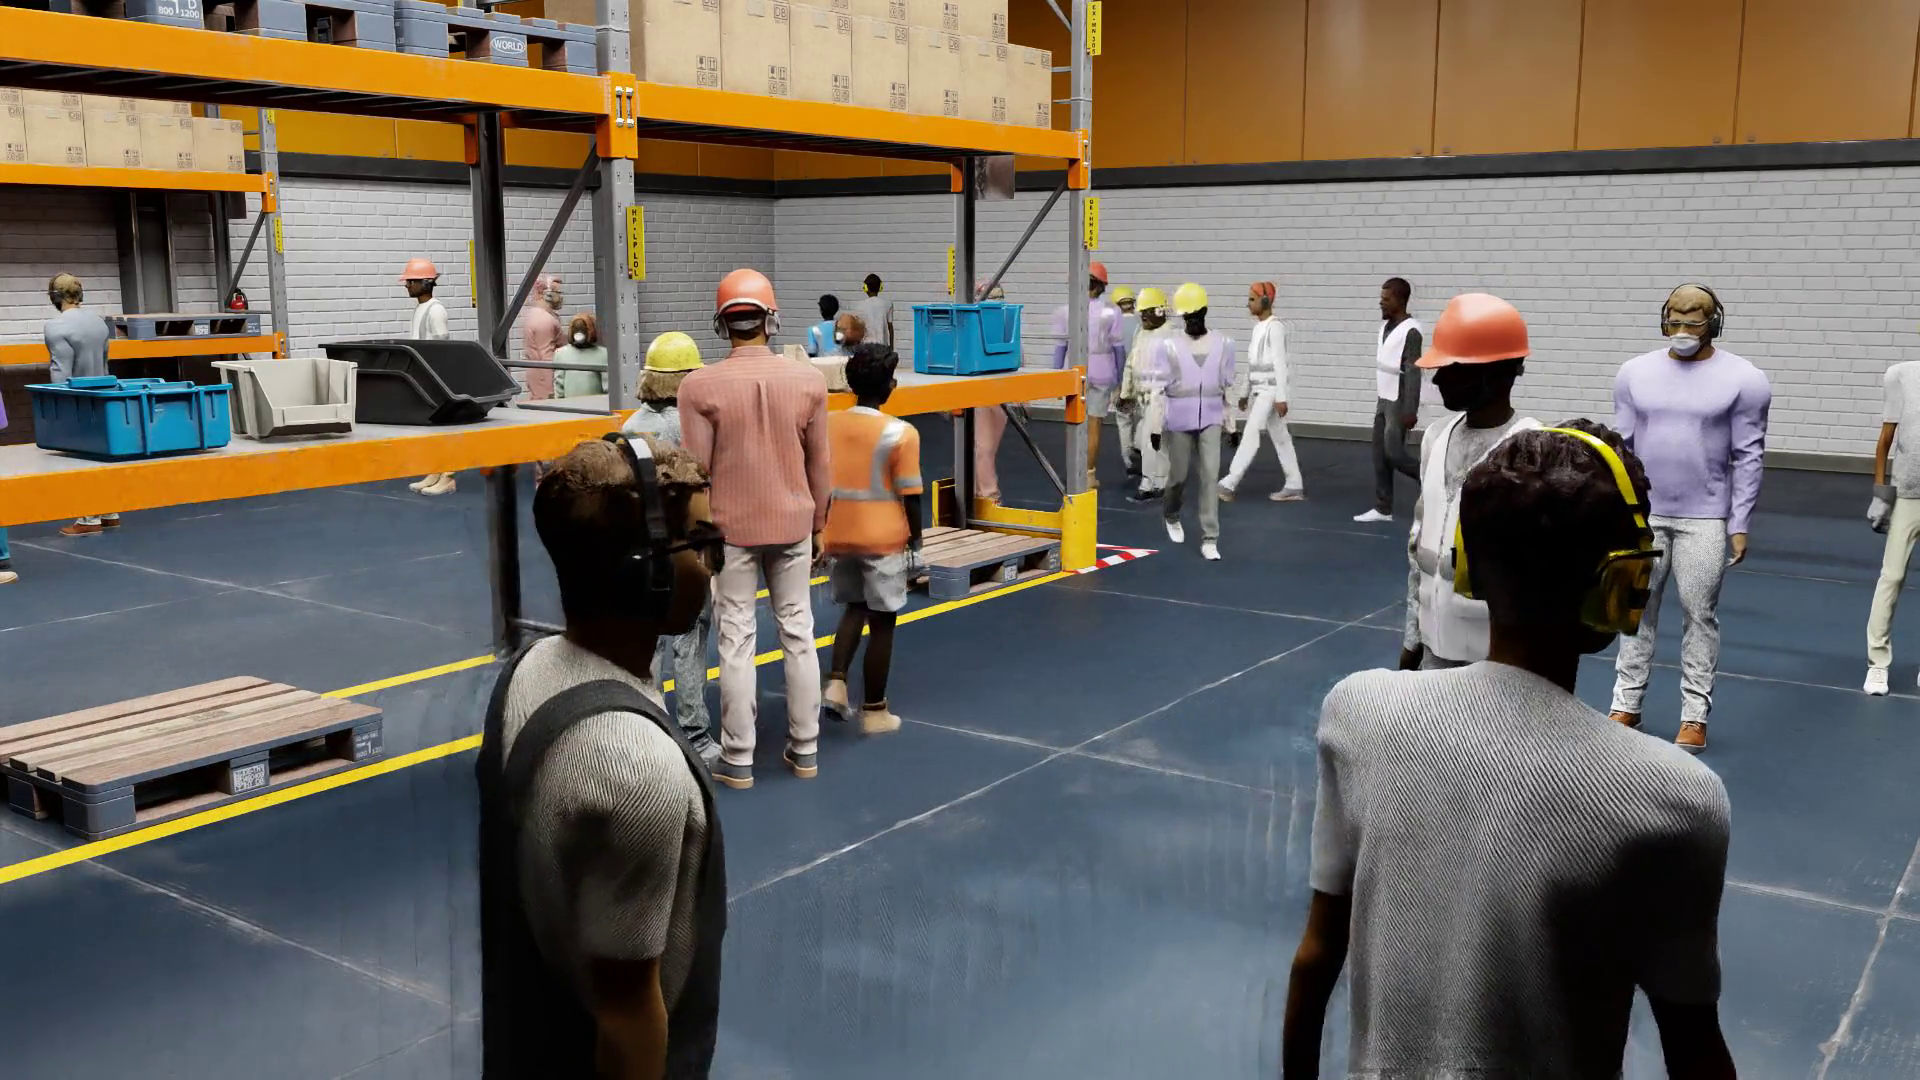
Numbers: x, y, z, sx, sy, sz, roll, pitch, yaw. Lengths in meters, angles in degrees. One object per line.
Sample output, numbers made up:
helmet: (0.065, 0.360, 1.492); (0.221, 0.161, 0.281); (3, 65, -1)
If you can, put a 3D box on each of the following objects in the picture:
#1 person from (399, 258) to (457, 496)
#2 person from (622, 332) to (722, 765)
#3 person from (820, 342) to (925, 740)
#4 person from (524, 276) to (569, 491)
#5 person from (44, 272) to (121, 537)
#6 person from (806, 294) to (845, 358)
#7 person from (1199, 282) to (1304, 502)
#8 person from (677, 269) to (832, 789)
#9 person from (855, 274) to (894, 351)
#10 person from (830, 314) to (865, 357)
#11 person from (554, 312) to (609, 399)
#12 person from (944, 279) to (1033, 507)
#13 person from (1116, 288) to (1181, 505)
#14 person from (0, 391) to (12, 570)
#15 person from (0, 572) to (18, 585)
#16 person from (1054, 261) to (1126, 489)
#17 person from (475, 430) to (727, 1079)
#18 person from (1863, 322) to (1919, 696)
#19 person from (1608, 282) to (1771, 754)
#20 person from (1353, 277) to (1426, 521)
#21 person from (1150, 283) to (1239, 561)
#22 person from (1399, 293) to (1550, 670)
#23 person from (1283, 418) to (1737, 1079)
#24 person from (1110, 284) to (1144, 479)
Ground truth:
person: (-4.601, -1.403, 14.388); (0.395, 2.044, 0.609); (-6, 11, -33)
person: (-1.135, 0.039, 6.690); (0.487, 1.744, 0.297); (7, 12, 35)
person: (-0.380, 0.009, 7.035); (0.553, 1.680, 0.369); (5, 11, 29)
person: (-3.563, -1.338, 14.474); (0.403, 1.895, 0.650); (-4, 10, -21)
person: (-6.465, -0.987, 12.226); (0.351, 1.936, 0.634); (1, 10, 4)
person: (-1.340, -1.737, 17.458); (0.537, 1.680, 0.648); (-4, 10, -24)
person: (2.479, -1.227, 13.945); (0.964, 1.831, 0.610); (0, 10, -1)
person: (-0.792, -0.038, 6.418); (0.611, 1.990, 0.392); (-4, 11, -25)
person: (-1.049, -2.310, 20.326); (0.520, 1.865, 0.327); (-4, 10, -21)
person: (-0.877, -1.082, 13.817); (0.511, 1.593, 0.839); (8, 12, 40)
person: (-2.958, -0.977, 13.101); (0.520, 1.615, 0.496); (1, 10, 4)
person: (0.283, -1.041, 12.722); (0.679, 1.868, 0.905); (-6, 11, -34)
person: (1.553, -1.199, 13.931); (0.731, 1.794, 0.582); (-5, 11, -29)
person: (-6.433, -0.709, 10.850); (0.375, 1.840, 0.570); (-8, 12, -39)
person: (-6.221, -0.624, 10.348); (0.633, 1.842, 0.429); (6, 11, 30)
person: (1.163, -1.444, 14.689); (0.617, 2.020, 0.430); (4, 10, 23)
person: (-0.529, 0.759, 2.212); (0.862, 1.821, 0.530); (-6, 11, -33)
person: (4.494, -0.194, 7.697); (0.517, 1.874, 0.327); (3, 10, 15)
person: (2.972, -0.090, 6.895); (0.629, 1.936, 0.373); (7, 12, 38)
person: (3.424, -1.064, 12.810); (0.612, 1.902, 0.595); (-1, 10, -5)
person: (1.612, -0.843, 11.543); (0.627, 1.886, 0.903); (-1, 10, -7)
person: (1.431, 0.287, 4.652); (0.376, 1.933, 0.545); (-5, 11, -25)
person: (0.716, 0.771, 2.056); (0.859, 1.834, 0.551); (-8, 12, -39)
person: (1.569, -1.454, 15.388); (0.616, 1.806, 0.507); (2, 10, 14)
